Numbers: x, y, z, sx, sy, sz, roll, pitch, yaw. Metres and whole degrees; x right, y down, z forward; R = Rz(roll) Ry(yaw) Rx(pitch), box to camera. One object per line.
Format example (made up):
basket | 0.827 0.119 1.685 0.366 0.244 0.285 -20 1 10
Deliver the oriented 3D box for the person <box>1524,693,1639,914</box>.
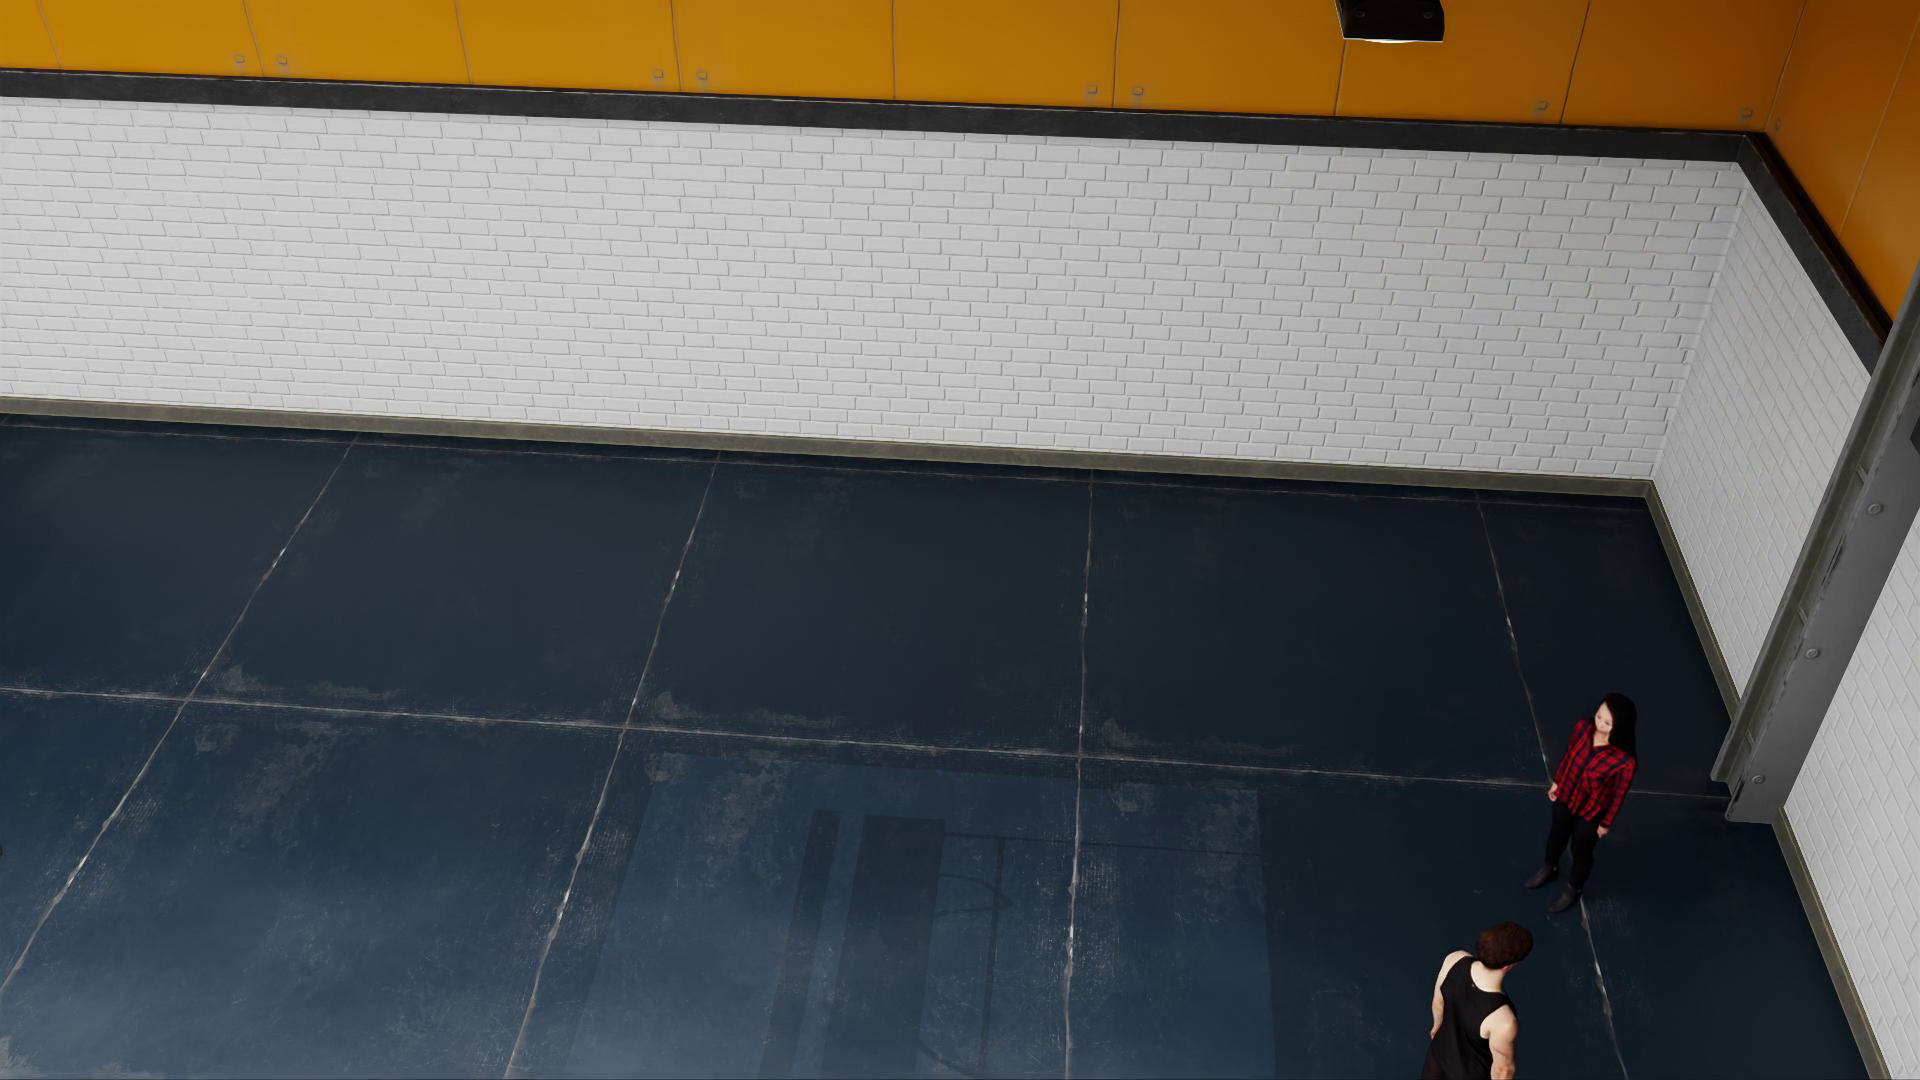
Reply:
person | 3.541 1.461 9.386 0.719 1.650 0.615 -17 42 -21

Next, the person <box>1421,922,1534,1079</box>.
person | 2.412 2.474 7.924 0.825 1.892 0.709 -16 41 -19
